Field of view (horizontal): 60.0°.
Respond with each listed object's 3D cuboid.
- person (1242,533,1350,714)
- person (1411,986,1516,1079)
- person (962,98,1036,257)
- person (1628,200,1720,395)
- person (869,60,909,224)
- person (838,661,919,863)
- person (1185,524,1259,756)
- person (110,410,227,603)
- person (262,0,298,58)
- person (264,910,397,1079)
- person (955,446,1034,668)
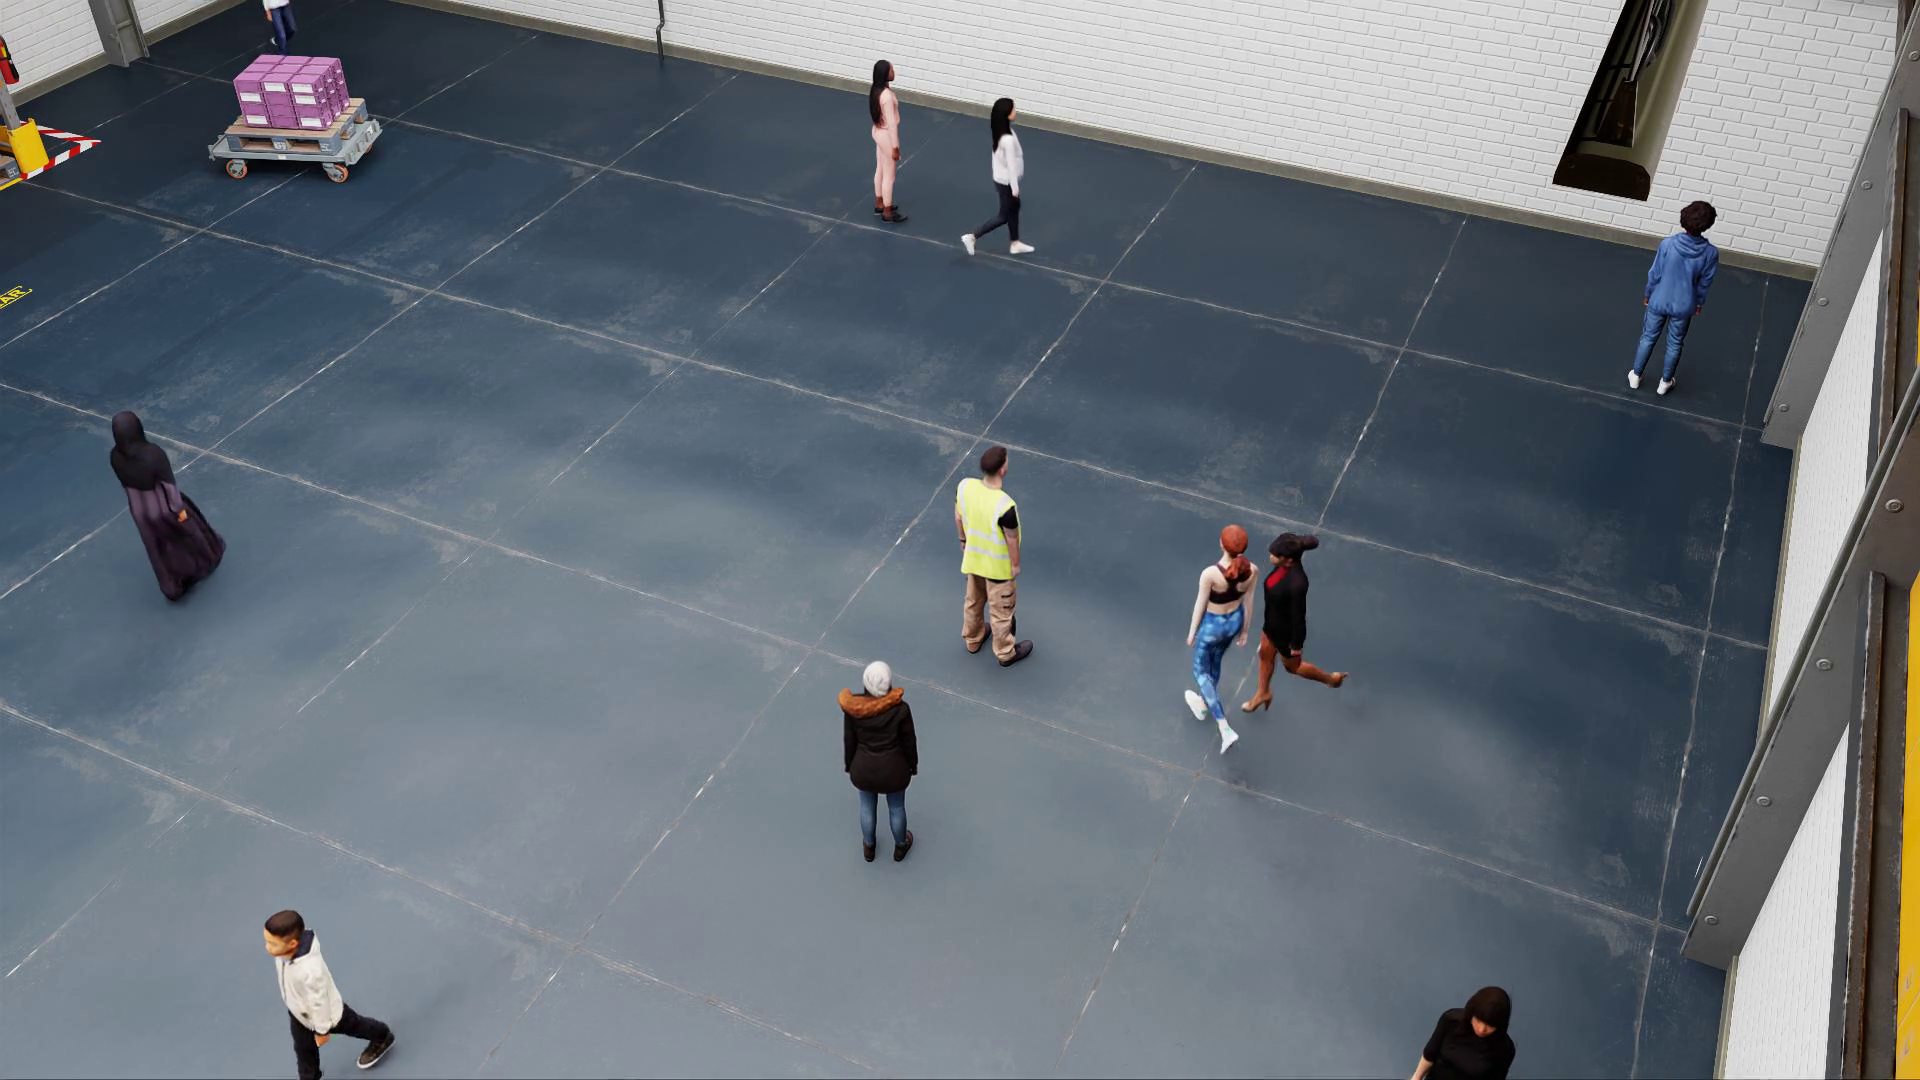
[{"bbox_3d":[2.301,0.598,11.326,0.936,1.603,0.971,-4,39,-5],"label":"person"},{"bbox_3d":[2.573,2.772,8.589,0.744,1.621,1.054,26,45,29],"label":"person"},{"bbox_3d":[0.376,-3.538,16.442,1.018,1.682,1.039,-7,39,-9],"label":"person"},{"bbox_3d":[6.252,-2.123,14.568,0.672,1.808,0.540,17,42,20],"label":"person"},{"bbox_3d":[-0.766,-4.111,17.127,0.749,1.721,0.692,-13,40,-16],"label":"person"},{"bbox_3d":[-0.497,1.379,10.323,0.717,1.634,0.721,2,39,3],"label":"person"},{"bbox_3d":[1.749,0.675,11.095,0.976,1.770,1.068,-10,40,-12],"label":"person"},{"bbox_3d":[-6.007,-0.225,12.354,0.825,1.605,1.010,3,39,3],"label":"person"},{"bbox_3d":[-8.396,-6.523,20.292,0.632,1.542,0.732,22,44,25],"label":"person"},{"bbox_3d":[-3.458,2.492,9.098,0.728,1.424,0.997,26,45,29],"label":"person"},{"bbox_3d":[0.228,0.112,11.739,0.774,1.847,0.799,27,46,30],"label":"person"}]
